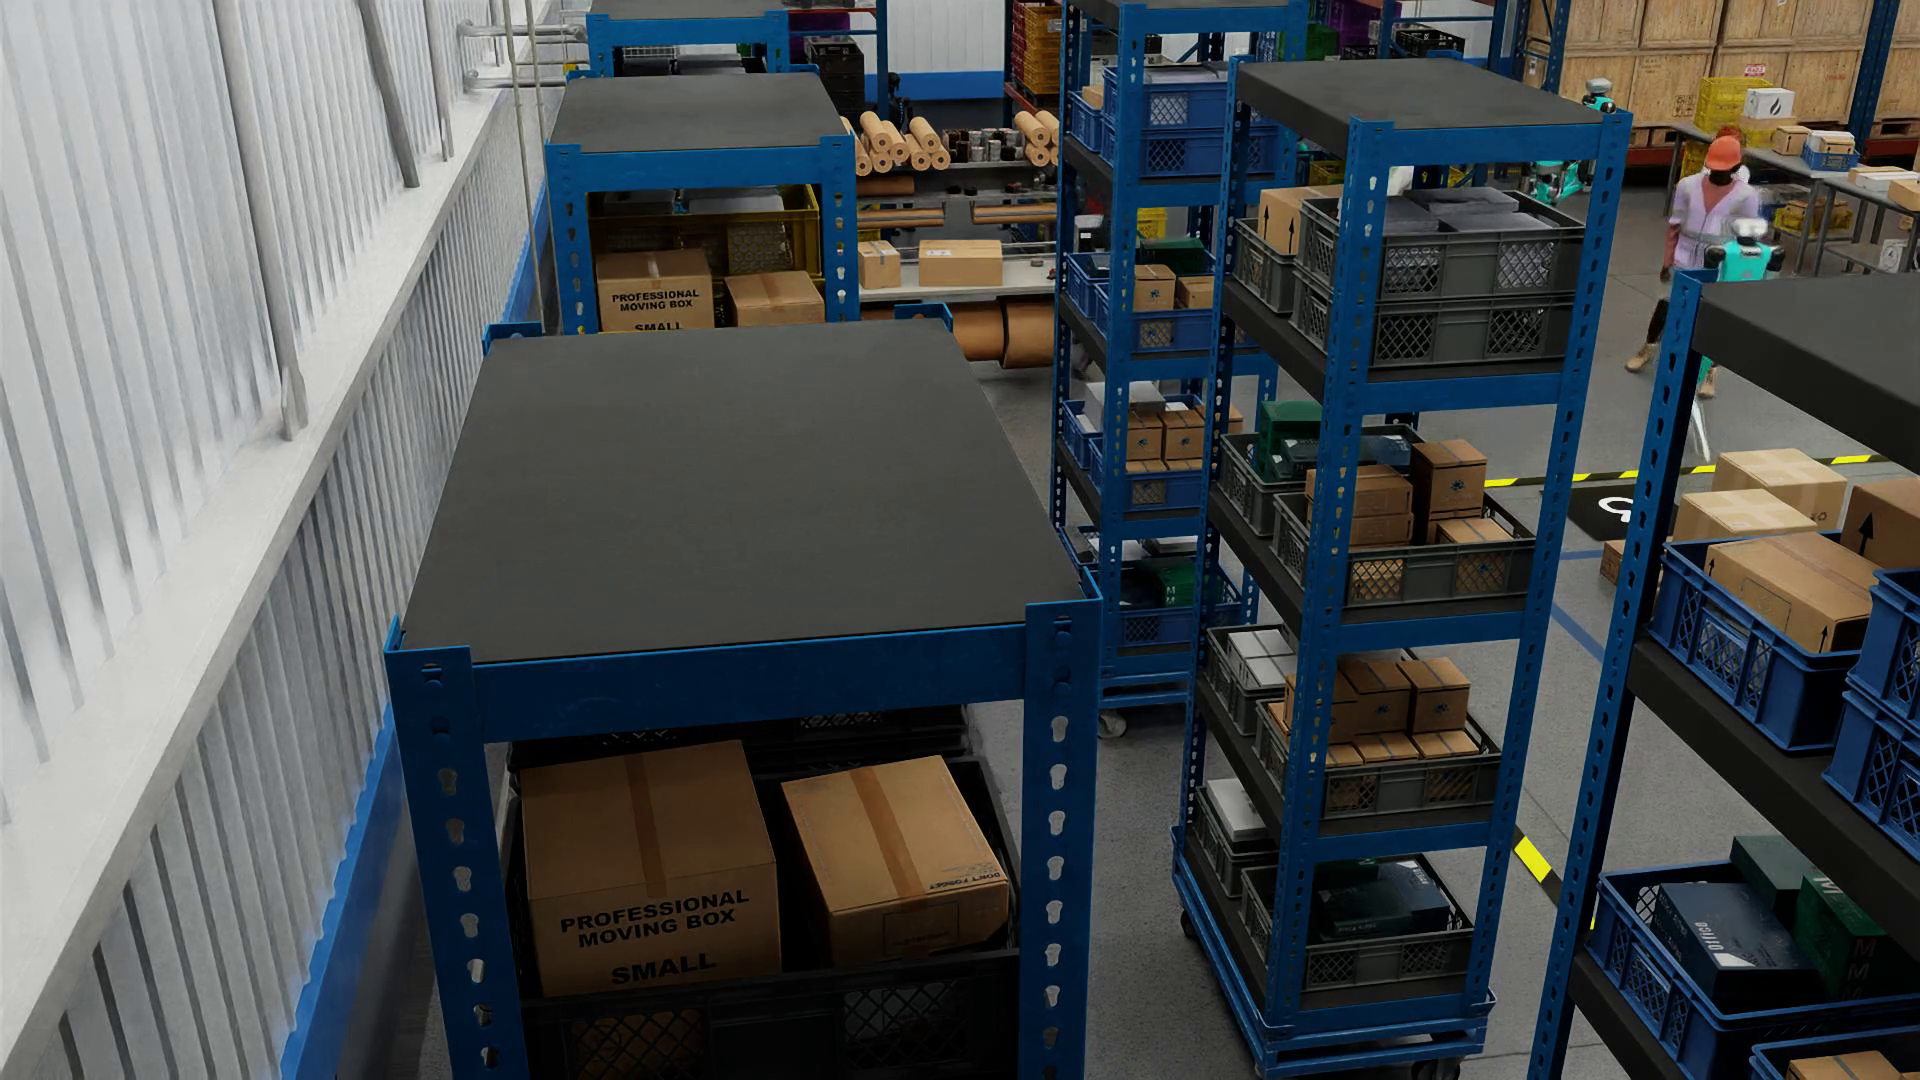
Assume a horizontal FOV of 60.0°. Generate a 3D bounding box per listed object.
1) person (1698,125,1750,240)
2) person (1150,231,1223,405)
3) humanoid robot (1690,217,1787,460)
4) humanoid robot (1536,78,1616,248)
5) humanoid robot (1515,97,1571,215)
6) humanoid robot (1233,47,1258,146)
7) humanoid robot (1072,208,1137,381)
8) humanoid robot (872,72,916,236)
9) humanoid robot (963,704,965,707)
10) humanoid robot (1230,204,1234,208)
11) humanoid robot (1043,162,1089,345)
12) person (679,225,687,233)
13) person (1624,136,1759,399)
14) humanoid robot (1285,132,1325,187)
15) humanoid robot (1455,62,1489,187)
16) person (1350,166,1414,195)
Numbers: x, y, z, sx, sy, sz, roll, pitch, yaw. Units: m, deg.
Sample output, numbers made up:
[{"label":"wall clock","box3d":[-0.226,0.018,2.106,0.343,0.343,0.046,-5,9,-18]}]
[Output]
[{"label":"person","box3d":[6.328,-2.499,13.849,0.612,1.835,0.657,-8,26,-16]},{"label":"person","box3d":[1.483,-1.099,10.792,0.596,1.852,0.361,-2,25,-4]},{"label":"humanoid robot","box3d":[5.346,-1.499,11.866,0.530,1.782,1.015,1,25,2]},{"label":"humanoid robot","box3d":[5.981,-3.688,16.436,0.727,1.696,0.533,-2,25,-4]},{"label":"humanoid robot","box3d":[5.432,-3.353,15.821,0.547,1.749,0.956,-11,27,-22]},{"label":"humanoid robot","box3d":[3.290,-4.609,18.619,0.532,1.822,0.800,21,32,38]},{"label":"humanoid robot","box3d":[1.160,-1.982,12.974,0.483,1.682,0.614,6,25,13]},{"label":"humanoid robot","box3d":[-0.692,-4.034,17.364,0.599,1.657,0.315,-21,32,-37]},{"label":"humanoid robot","box3d":[-0.089,0.502,7.529,0.618,1.640,0.376,-19,31,-35]},{"label":"humanoid robot","box3d":[3.079,-4.528,18.453,0.366,1.652,0.608,-8,26,-16]},{"label":"humanoid robot","box3d":[0.934,-2.477,14.030,0.733,1.631,0.587,17,30,32]},{"label":"person","box3d":[-2.024,-1.486,11.709,0.680,1.794,0.437,-14,28,-27]},{"label":"person","box3d":[5.722,-2.149,12.909,0.835,2.000,0.586,19,31,36]},{"label":"humanoid robot","box3d":[3.804,-4.517,18.305,0.676,1.761,0.547,-4,25,-9]},{"label":"humanoid robot","box3d":[5.679,-4.402,18.227,0.603,1.641,0.733,0,25,1]},{"label":"person","box3d":[3.436,-2.484,13.689,0.604,1.947,0.404,7,26,14]}]
